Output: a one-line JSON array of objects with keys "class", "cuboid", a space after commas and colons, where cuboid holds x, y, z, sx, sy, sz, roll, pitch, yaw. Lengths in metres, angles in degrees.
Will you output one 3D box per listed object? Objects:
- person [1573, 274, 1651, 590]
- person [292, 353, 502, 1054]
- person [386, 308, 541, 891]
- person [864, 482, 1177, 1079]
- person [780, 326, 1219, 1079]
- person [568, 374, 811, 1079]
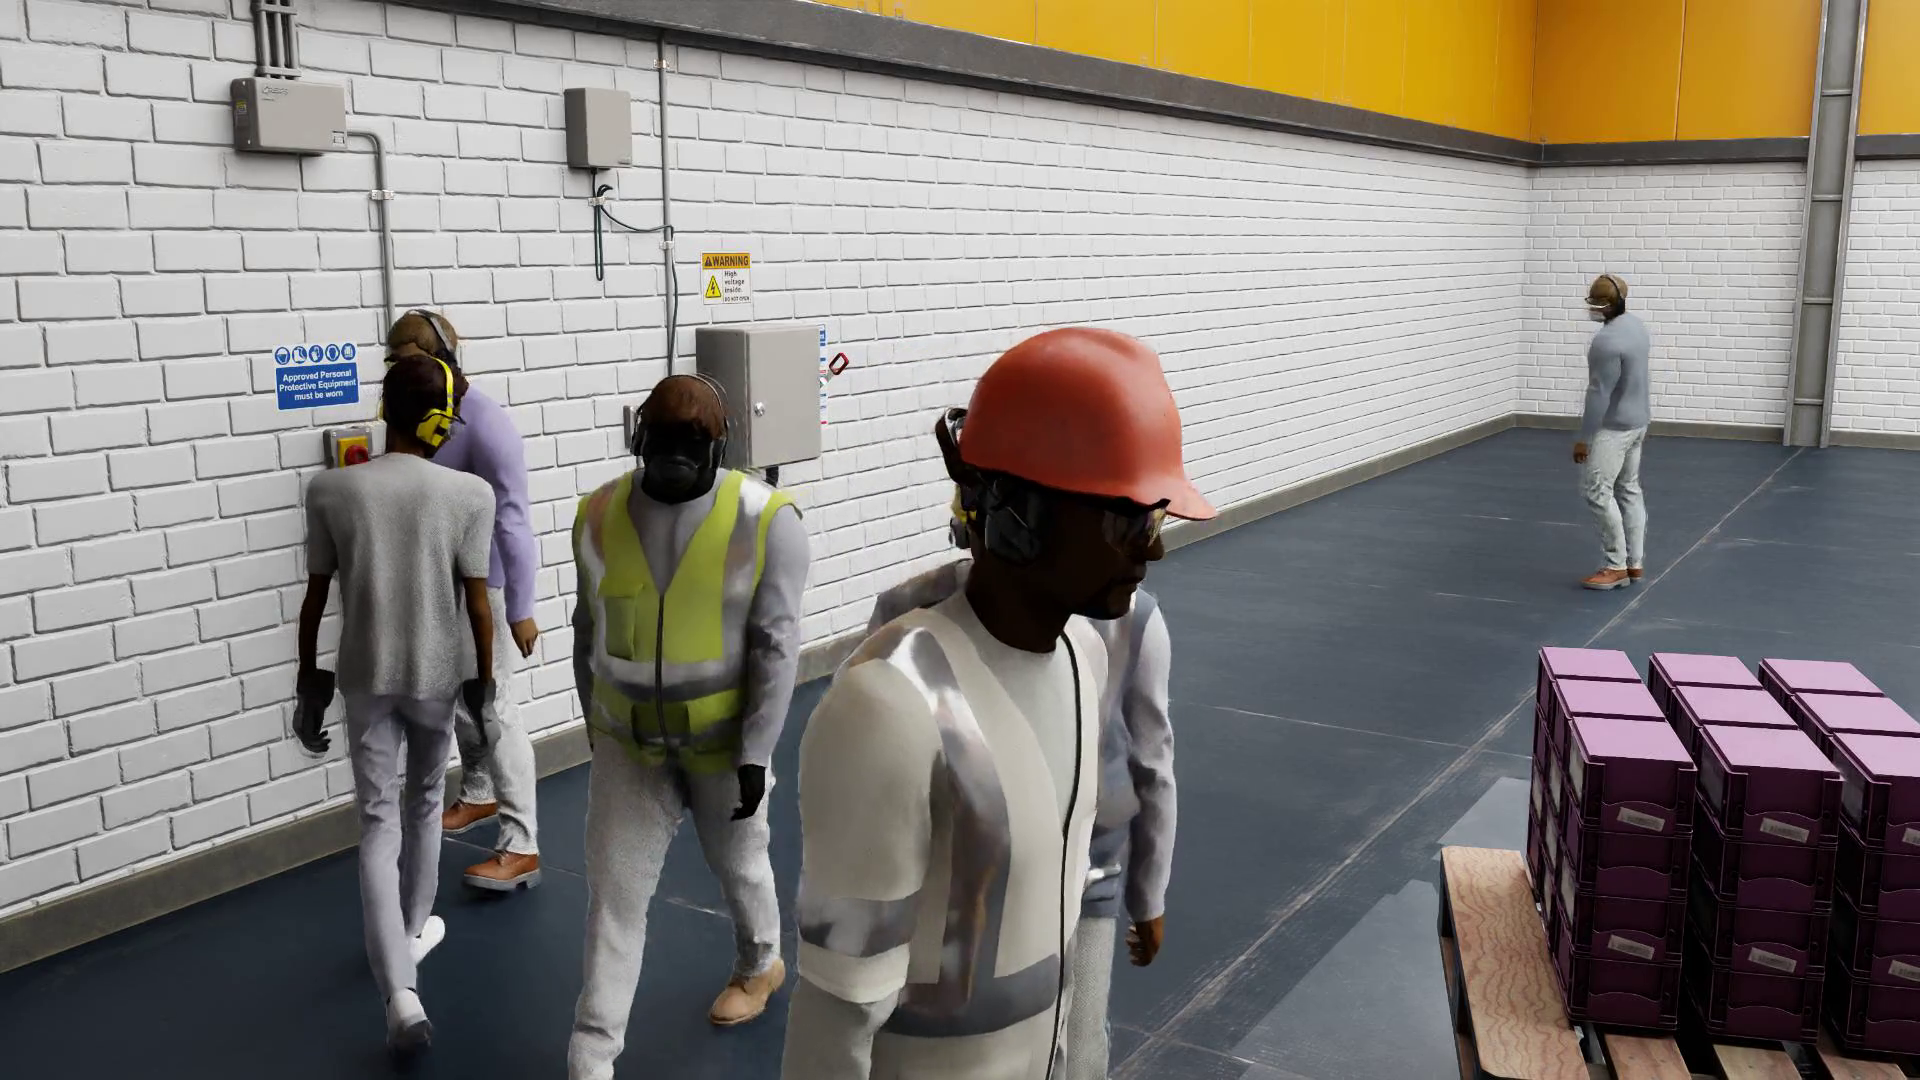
[{"class": "person", "cuboid": [3.979, -0.651, 10.081, 0.373, 1.902, 0.695, 8, 13, 37]}, {"class": "person", "cuboid": [-1.511, 0.409, 4.472, 0.559, 1.809, 0.950, -3, 11, -14]}, {"class": "person", "cuboid": [-1.633, 0.177, 5.542, 0.790, 1.898, 0.558, 9, 14, 41]}, {"class": "person", "cuboid": [0.066, 0.669, 3.036, 0.599, 1.788, 0.903, 3, 11, 14]}, {"class": "person", "cuboid": [0.020, 0.734, 2.109, 0.562, 2.003, 0.630, 5, 11, 24]}, {"class": "person", "cuboid": [-0.670, 0.475, 4.151, 0.627, 1.799, 0.912, 1, 10, 6]}]
